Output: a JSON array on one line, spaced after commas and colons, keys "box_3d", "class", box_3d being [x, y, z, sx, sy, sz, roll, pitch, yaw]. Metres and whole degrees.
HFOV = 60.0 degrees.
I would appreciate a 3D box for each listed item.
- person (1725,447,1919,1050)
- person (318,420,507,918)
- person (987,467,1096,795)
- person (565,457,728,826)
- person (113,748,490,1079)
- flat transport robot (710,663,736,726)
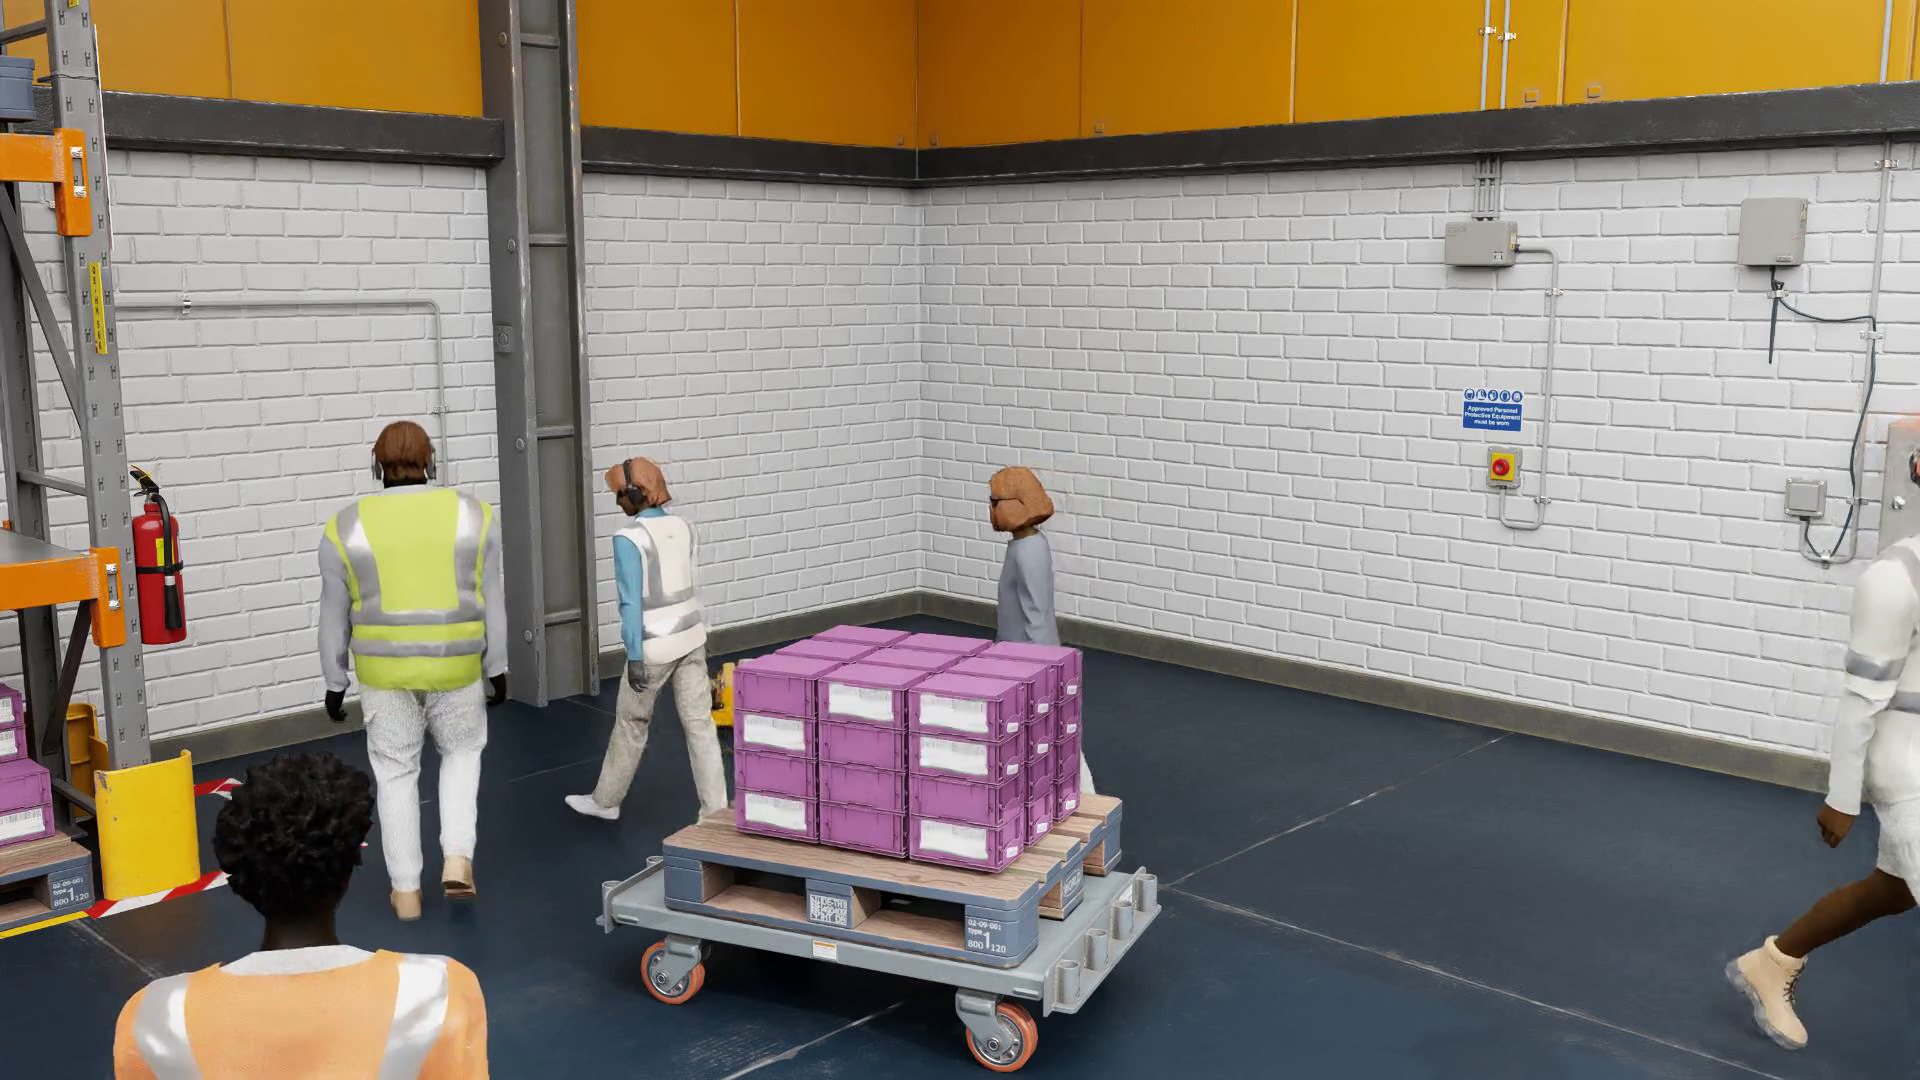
[{"box_3d": [2.632, 0.617, 4.677, 0.612, 2.006, 0.980, -6, 11, -34], "class": "person"}, {"box_3d": [-1.973, 0.477, 6.029, 0.655, 1.823, 0.449, -3, 10, -20], "class": "person"}, {"box_3d": [0.193, 0.504, 6.597, 0.867, 1.583, 0.516, 1, 9, 6], "class": "person"}, {"box_3d": [-1.291, 0.452, 6.876, 0.829, 1.586, 0.522, 5, 10, 28], "class": "person"}, {"box_3d": [-0.982, 1.118, 2.588, 0.553, 1.655, 0.819, -2, 10, -14], "class": "person"}, {"box_3d": [-0.718, 0.787, 8.896, 1.431, 0.197, 0.652, -1, 9, -9], "class": "flat transport robot"}]
